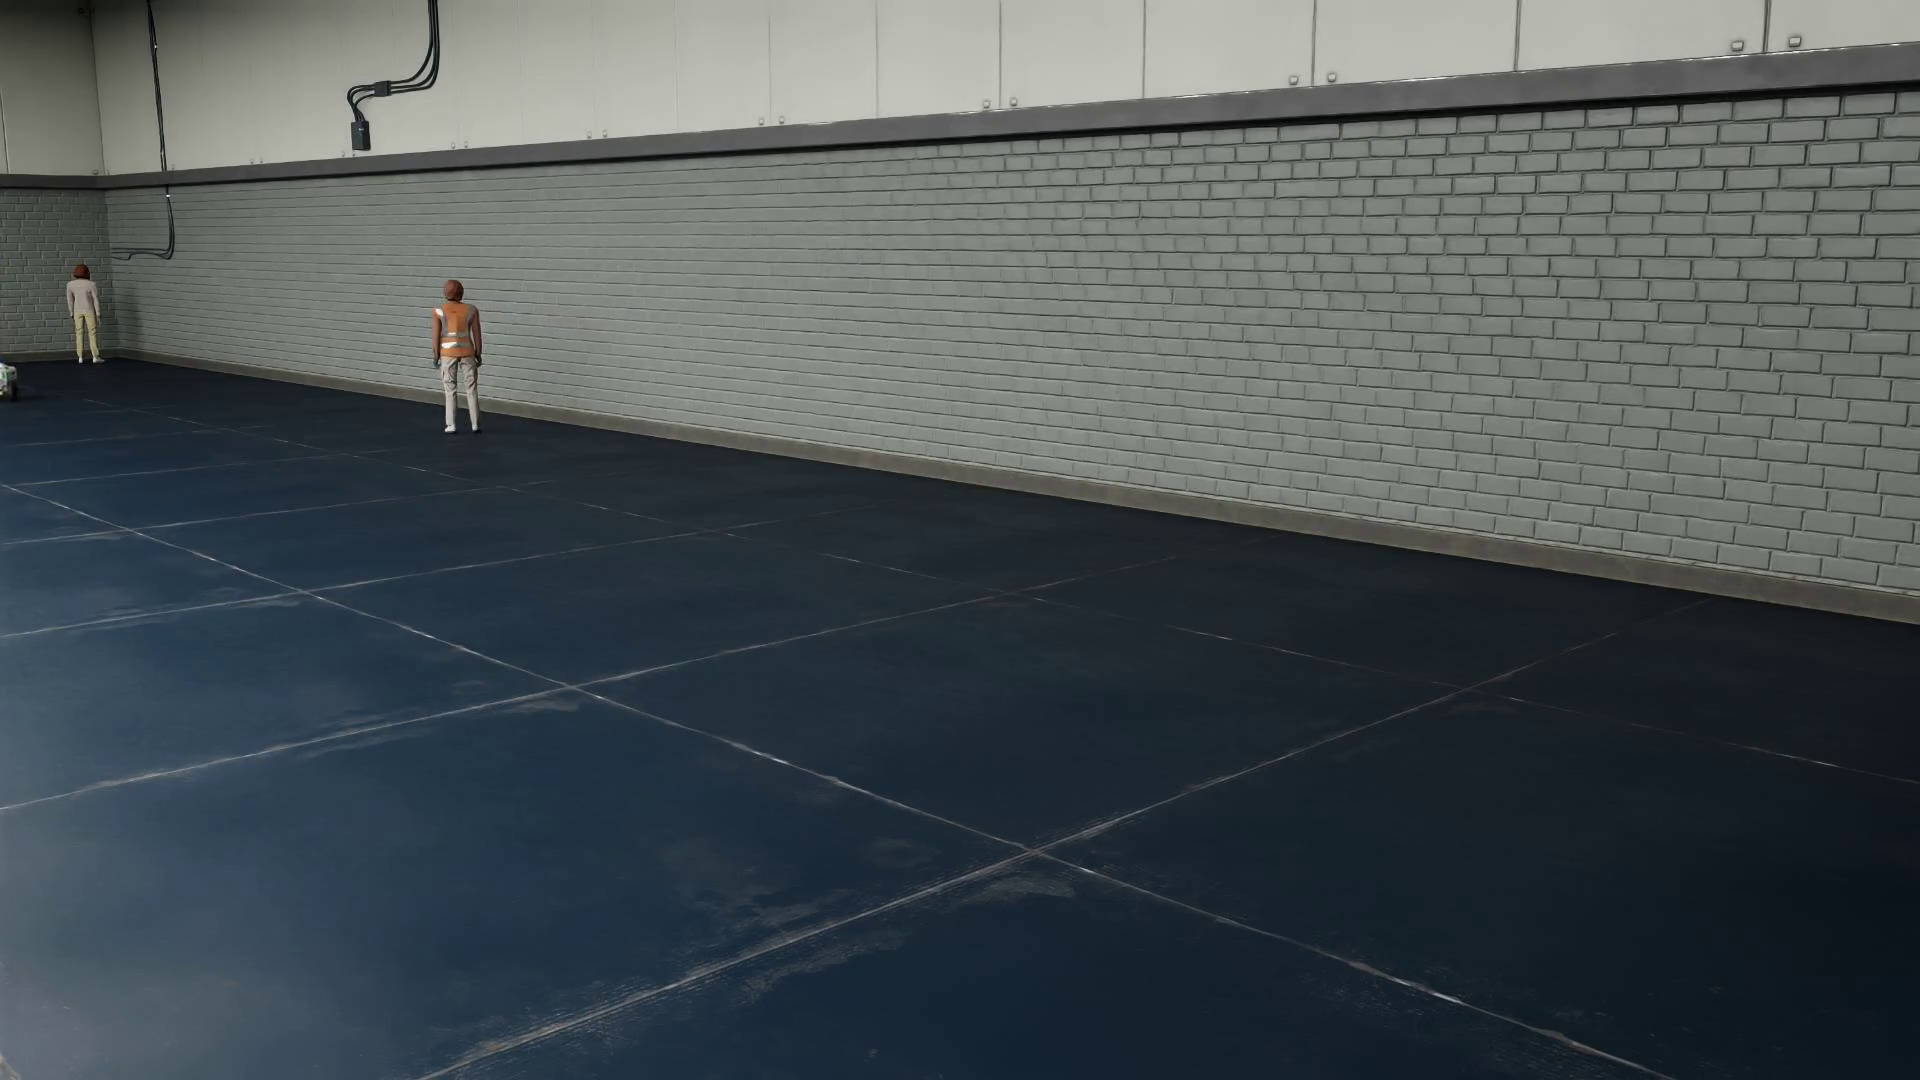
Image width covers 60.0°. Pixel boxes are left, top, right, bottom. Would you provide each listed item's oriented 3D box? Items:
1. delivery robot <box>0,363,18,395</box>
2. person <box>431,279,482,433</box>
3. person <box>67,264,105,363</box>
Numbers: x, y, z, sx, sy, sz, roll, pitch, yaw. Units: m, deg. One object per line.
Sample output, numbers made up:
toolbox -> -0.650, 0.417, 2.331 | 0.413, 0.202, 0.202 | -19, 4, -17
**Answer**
delivery robot -> -12.419, -2.109, 21.444 | 0.477, 0.478, 0.707 | -4, 11, -18
person -> -5.388, -1.965, 17.841 | 0.523, 1.638, 0.310 | -5, 11, -25
person -> -14.535, -3.758, 27.632 | 0.507, 1.632, 0.268 | -1, 10, -4
